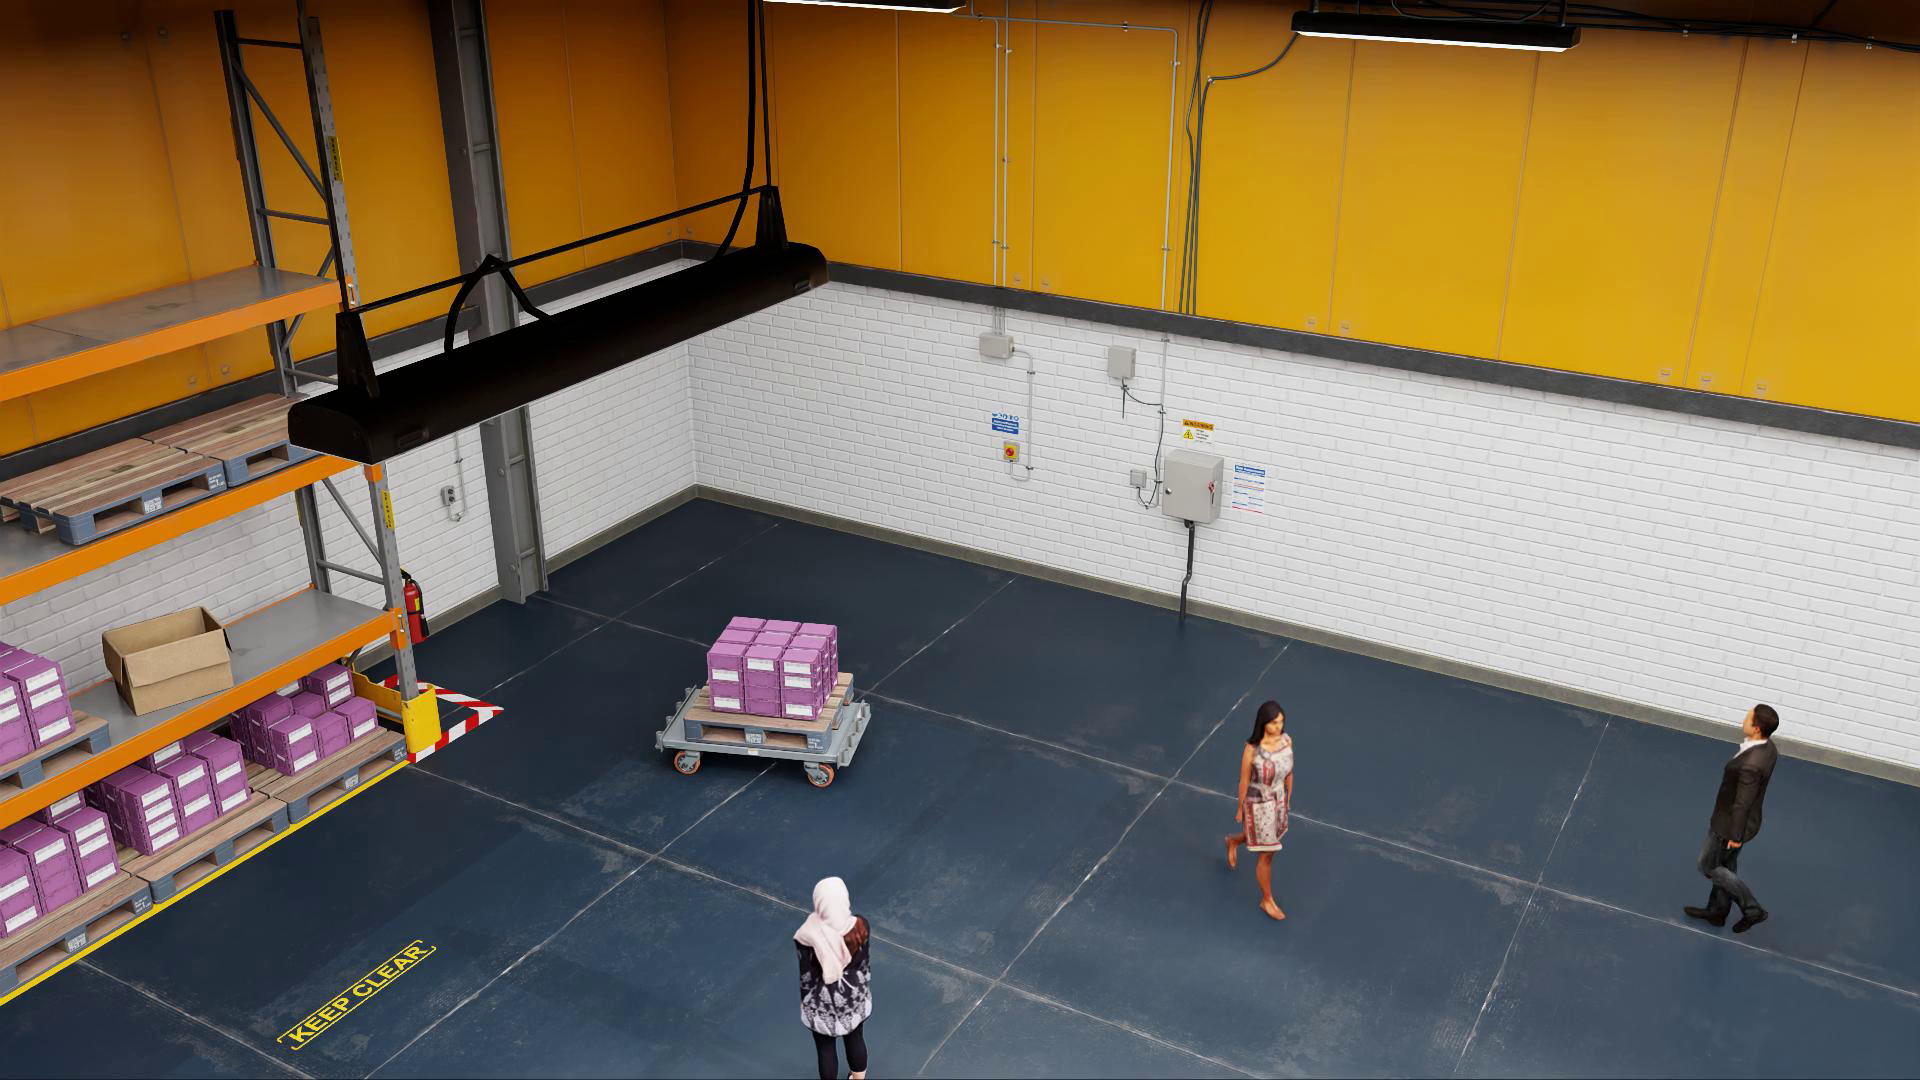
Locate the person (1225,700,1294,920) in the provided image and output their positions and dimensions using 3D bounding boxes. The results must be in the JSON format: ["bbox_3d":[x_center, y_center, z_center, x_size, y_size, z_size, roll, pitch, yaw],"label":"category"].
[{"bbox_3d":[2.153,1.869,12.014,1.067,1.623,1.019,-12,26,-25],"label":"person"}]

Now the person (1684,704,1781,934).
[{"bbox_3d":[5.493,1.966,11.581,0.811,1.792,0.776,18,29,35],"label":"person"}]

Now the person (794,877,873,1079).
[{"bbox_3d":[-0.751,2.728,10.031,0.721,1.637,0.807,-13,27,-27],"label":"person"}]
